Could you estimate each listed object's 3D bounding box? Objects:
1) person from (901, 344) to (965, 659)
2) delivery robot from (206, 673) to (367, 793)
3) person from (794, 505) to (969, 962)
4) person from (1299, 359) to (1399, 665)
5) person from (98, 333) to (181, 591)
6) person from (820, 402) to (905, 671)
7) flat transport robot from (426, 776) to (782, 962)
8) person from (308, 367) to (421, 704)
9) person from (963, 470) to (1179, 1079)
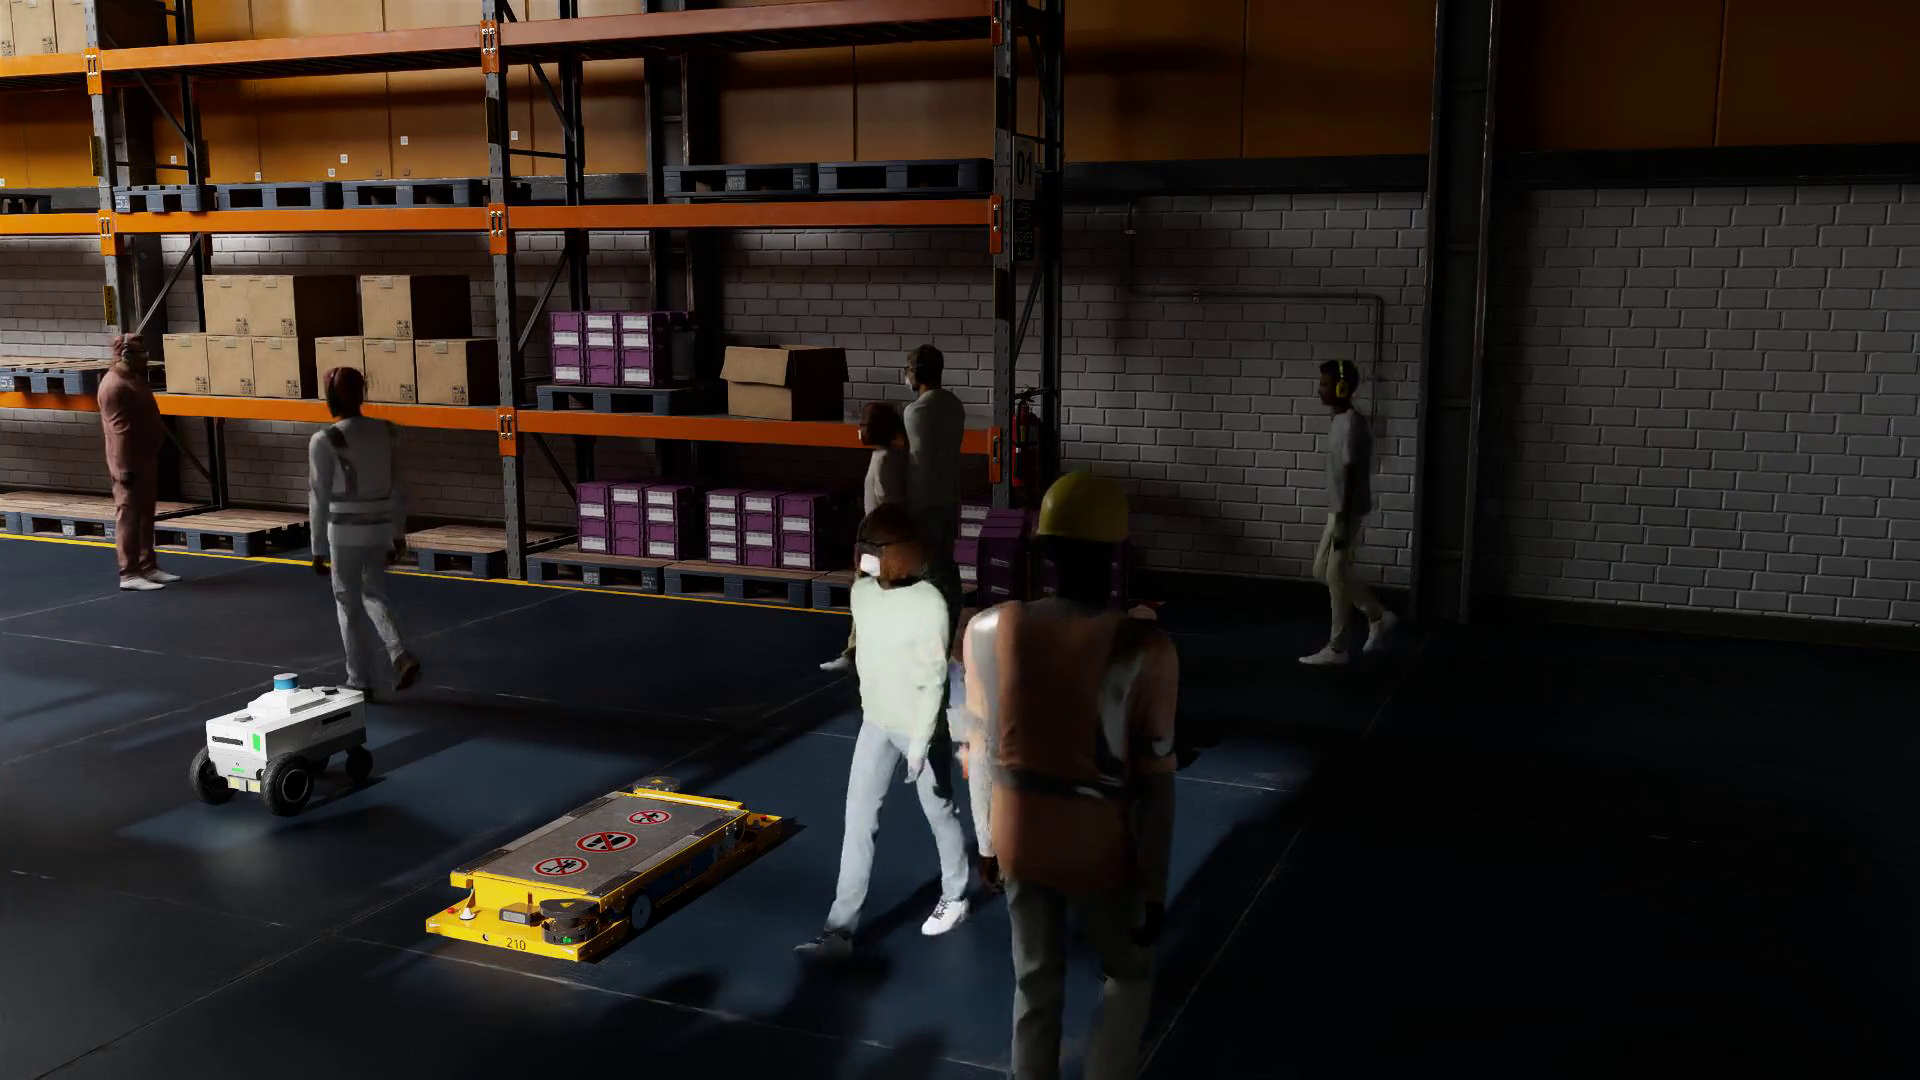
[{"bbox_3d":[-0.182,-0.201,9.982,0.357,1.937,0.637,4,10,22],"label":"person"},{"bbox_3d":[-3.044,0.849,7.548,0.477,0.478,0.707,4,10,23],"label":"delivery robot"},{"bbox_3d":[-0.232,0.671,5.793,0.505,1.587,0.827,8,12,38],"label":"person"},{"bbox_3d":[2.348,-0.152,9.958,0.510,1.856,0.534,1,9,3],"label":"person"},{"bbox_3d":[-6.110,-0.578,12.360,0.401,1.906,0.647,-2,10,-9],"label":"person"},{"bbox_3d":[-0.469,-0.018,9.877,0.664,1.607,0.511,1,10,7],"label":"person"},{"bbox_3d":[-1.319,1.227,6.414,0.652,0.197,1.431,4,10,23],"label":"flat transport robot"},{"bbox_3d":[-3.274,-0.016,9.091,0.461,1.865,0.598,6,11,31],"label":"person"},{"bbox_3d":[0.284,0.774,4.242,0.585,1.913,0.416,4,10,24],"label":"person"}]
